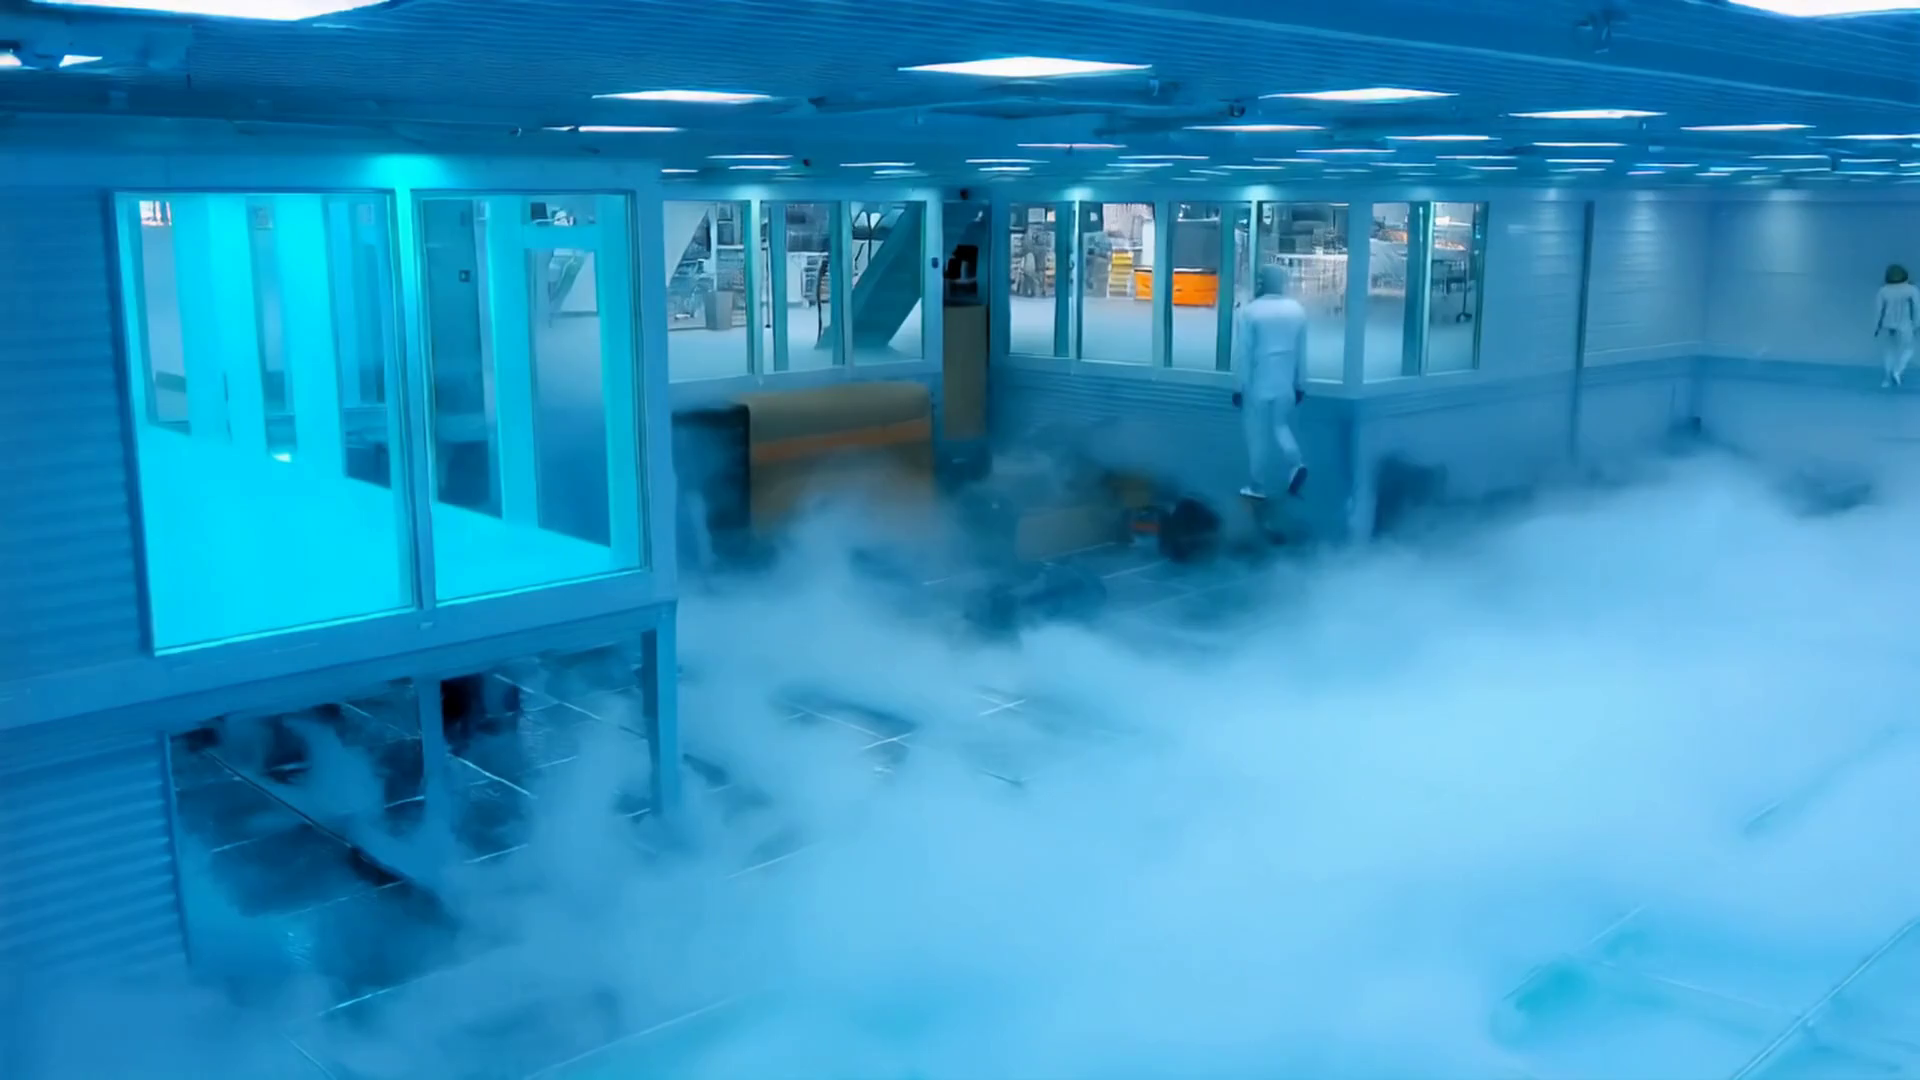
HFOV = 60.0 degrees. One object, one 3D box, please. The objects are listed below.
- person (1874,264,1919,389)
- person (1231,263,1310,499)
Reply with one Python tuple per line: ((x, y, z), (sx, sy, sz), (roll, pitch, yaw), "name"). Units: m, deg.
((12.063, -2.743, 21.431), (0.532, 1.612, 0.357), (9, 14, 37), "person")
((2.479, -1.245, 13.235), (0.646, 1.895, 0.528), (-5, 12, -24), "person")
